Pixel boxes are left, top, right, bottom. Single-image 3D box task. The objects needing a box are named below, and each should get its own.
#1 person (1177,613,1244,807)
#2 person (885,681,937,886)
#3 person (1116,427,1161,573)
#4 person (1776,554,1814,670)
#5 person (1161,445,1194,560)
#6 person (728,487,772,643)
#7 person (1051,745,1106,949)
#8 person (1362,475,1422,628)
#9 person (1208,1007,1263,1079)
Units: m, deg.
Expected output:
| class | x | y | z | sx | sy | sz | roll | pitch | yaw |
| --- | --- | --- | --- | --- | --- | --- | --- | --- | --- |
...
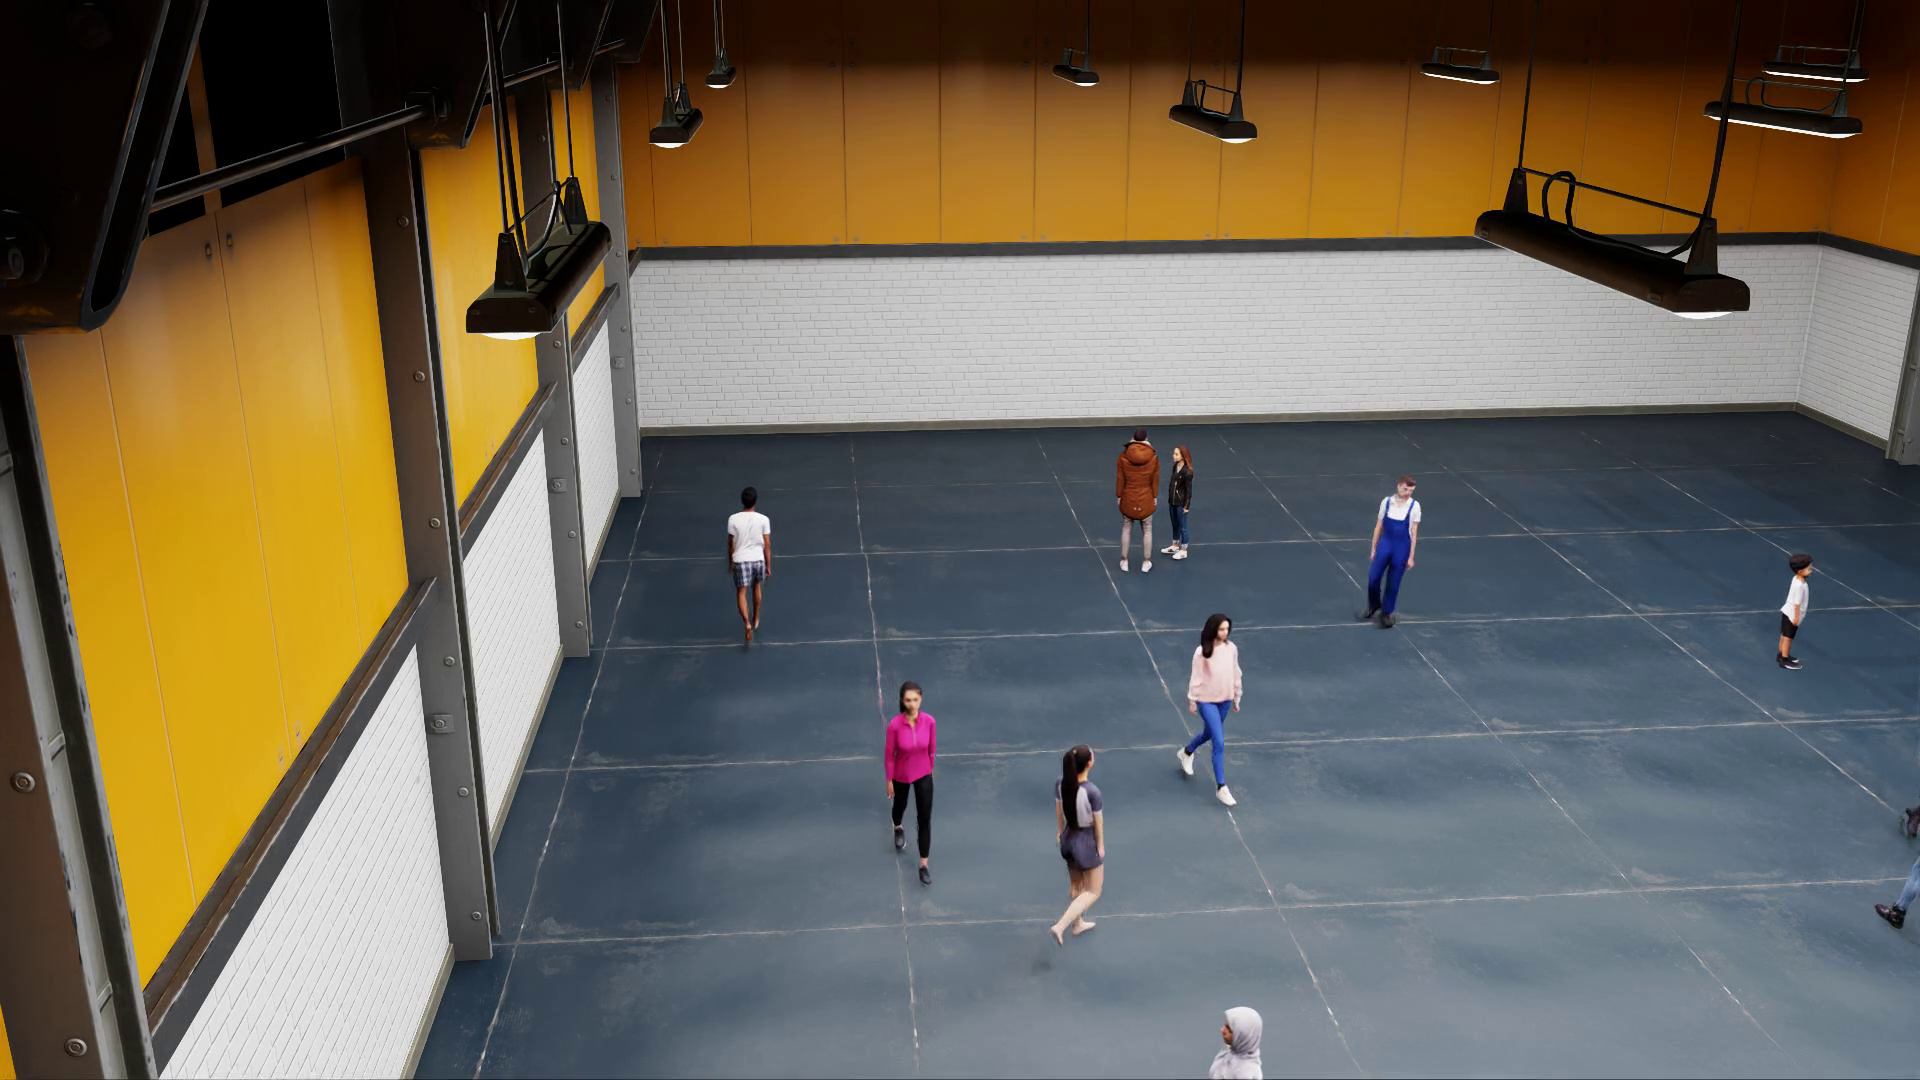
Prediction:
| class | x | y | z | sx | sy | sz | roll | pitch | yaw |
| --- | --- | --- | --- | --- | --- | --- | --- | --- | --- |
| person | 2.239 | 1.464 | 15.053 | 0.929 | 1.729 | 1.234 | -9 | 21 | -26 |
| person | -0.427 | 1.932 | 13.781 | 0.692 | 1.654 | 1.162 | -4 | 19 | -11 |
| person | 2.209 | -0.504 | 20.729 | 0.738 | 1.836 | 0.738 | 1 | 19 | 4 |
| person | 8.979 | 0.749 | 17.908 | 0.621 | 1.261 | 0.533 | 7 | 20 | 19 |
| person | 2.810 | -0.497 | 21.263 | 0.692 | 1.483 | 0.556 | -9 | 21 | -25 |
| person | -2.364 | 0.291 | 18.579 | 0.706 | 1.702 | 1.054 | -3 | 19 | -10 |
| person | 0.864 | 2.348 | 12.579 | 0.911 | 1.633 | 0.879 | -16 | 24 | -39 |
| person | 4.929 | 0.107 | 18.926 | 0.845 | 1.830 | 0.864 | 11 | 22 | 30 |
| person | 1.539 | 3.380 | 9.292 | 0.683 | 1.775 | 0.480 | 0 | 19 | -1 |
